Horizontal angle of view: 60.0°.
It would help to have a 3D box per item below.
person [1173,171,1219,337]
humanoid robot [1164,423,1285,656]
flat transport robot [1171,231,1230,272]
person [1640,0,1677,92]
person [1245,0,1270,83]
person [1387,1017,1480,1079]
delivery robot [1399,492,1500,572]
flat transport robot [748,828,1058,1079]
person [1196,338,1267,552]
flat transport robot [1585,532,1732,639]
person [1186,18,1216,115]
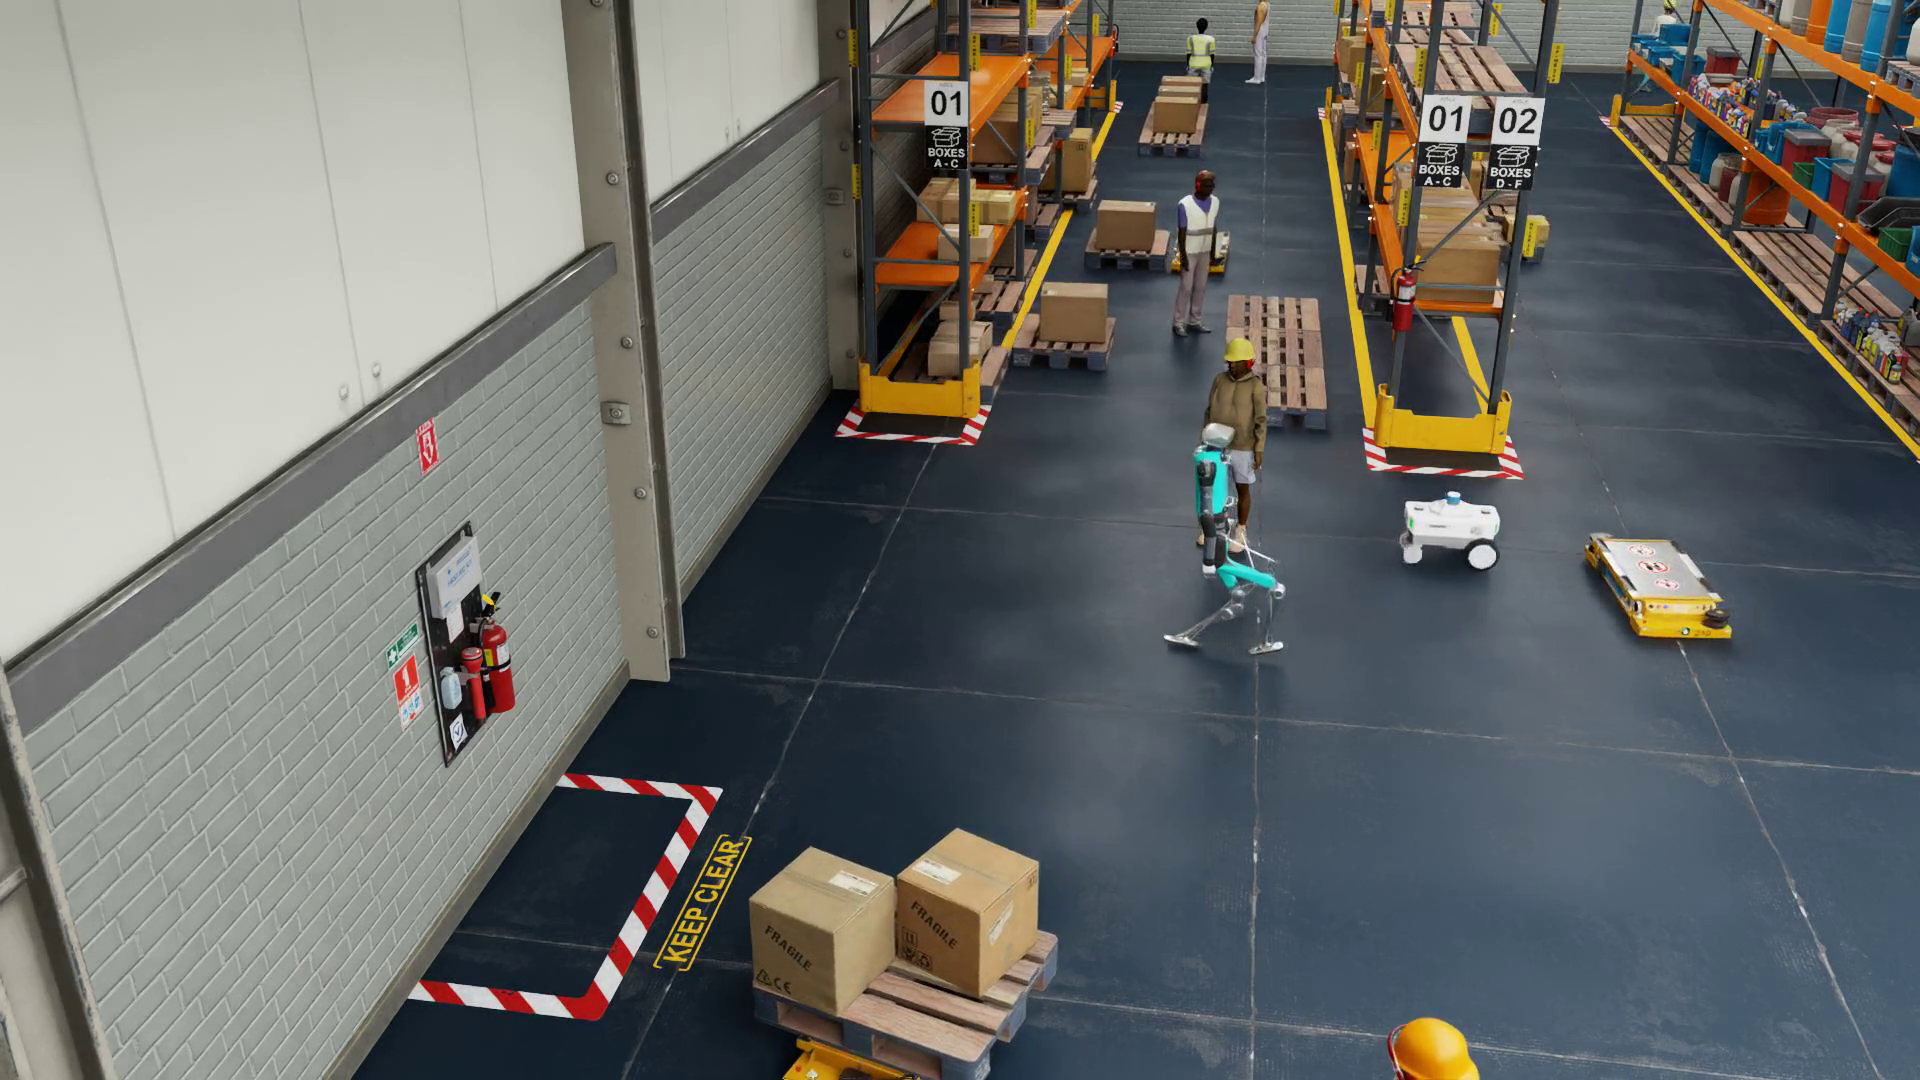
[{"bbox_3d":[2.586,-3.148,18.253,0.577,1.829,0.385,-16,29,-30],"label":"person"},{"bbox_3d":[1.990,0.062,11.553,1.034,1.773,0.534,6,26,13],"label":"humanoid robot"},{"bbox_3d":[3.094,-3.715,21.310,0.659,0.231,1.431,5,25,10],"label":"flat transport robot"},{"bbox_3d":[13.573,-9.511,31.997,0.898,1.723,0.530,-6,26,-12],"label":"person"},{"bbox_3d":[5.904,-9.985,32.844,0.361,1.865,0.507,14,29,28],"label":"person"},{"bbox_3d":[1.614,2.507,6.087,0.564,1.891,0.381,-23,33,-40],"label":"person"},{"bbox_3d":[3.914,-0.081,13.214,0.810,0.612,0.499,3,25,7],"label":"delivery robot"},{"bbox_3d":[-0.241,2.337,8.356,0.659,0.231,1.431,12,28,24],"label":"flat transport robot"},{"bbox_3d":[2.185,-0.776,13.251,0.535,1.763,0.405,15,29,29],"label":"person"},{"bbox_3d":[5.284,0.336,12.640,0.659,0.231,1.431,2,25,3],"label":"flat transport robot"},{"bbox_3d":[4.303,-8.484,29.824,0.536,1.700,0.318,6,26,13],"label":"person"}]
